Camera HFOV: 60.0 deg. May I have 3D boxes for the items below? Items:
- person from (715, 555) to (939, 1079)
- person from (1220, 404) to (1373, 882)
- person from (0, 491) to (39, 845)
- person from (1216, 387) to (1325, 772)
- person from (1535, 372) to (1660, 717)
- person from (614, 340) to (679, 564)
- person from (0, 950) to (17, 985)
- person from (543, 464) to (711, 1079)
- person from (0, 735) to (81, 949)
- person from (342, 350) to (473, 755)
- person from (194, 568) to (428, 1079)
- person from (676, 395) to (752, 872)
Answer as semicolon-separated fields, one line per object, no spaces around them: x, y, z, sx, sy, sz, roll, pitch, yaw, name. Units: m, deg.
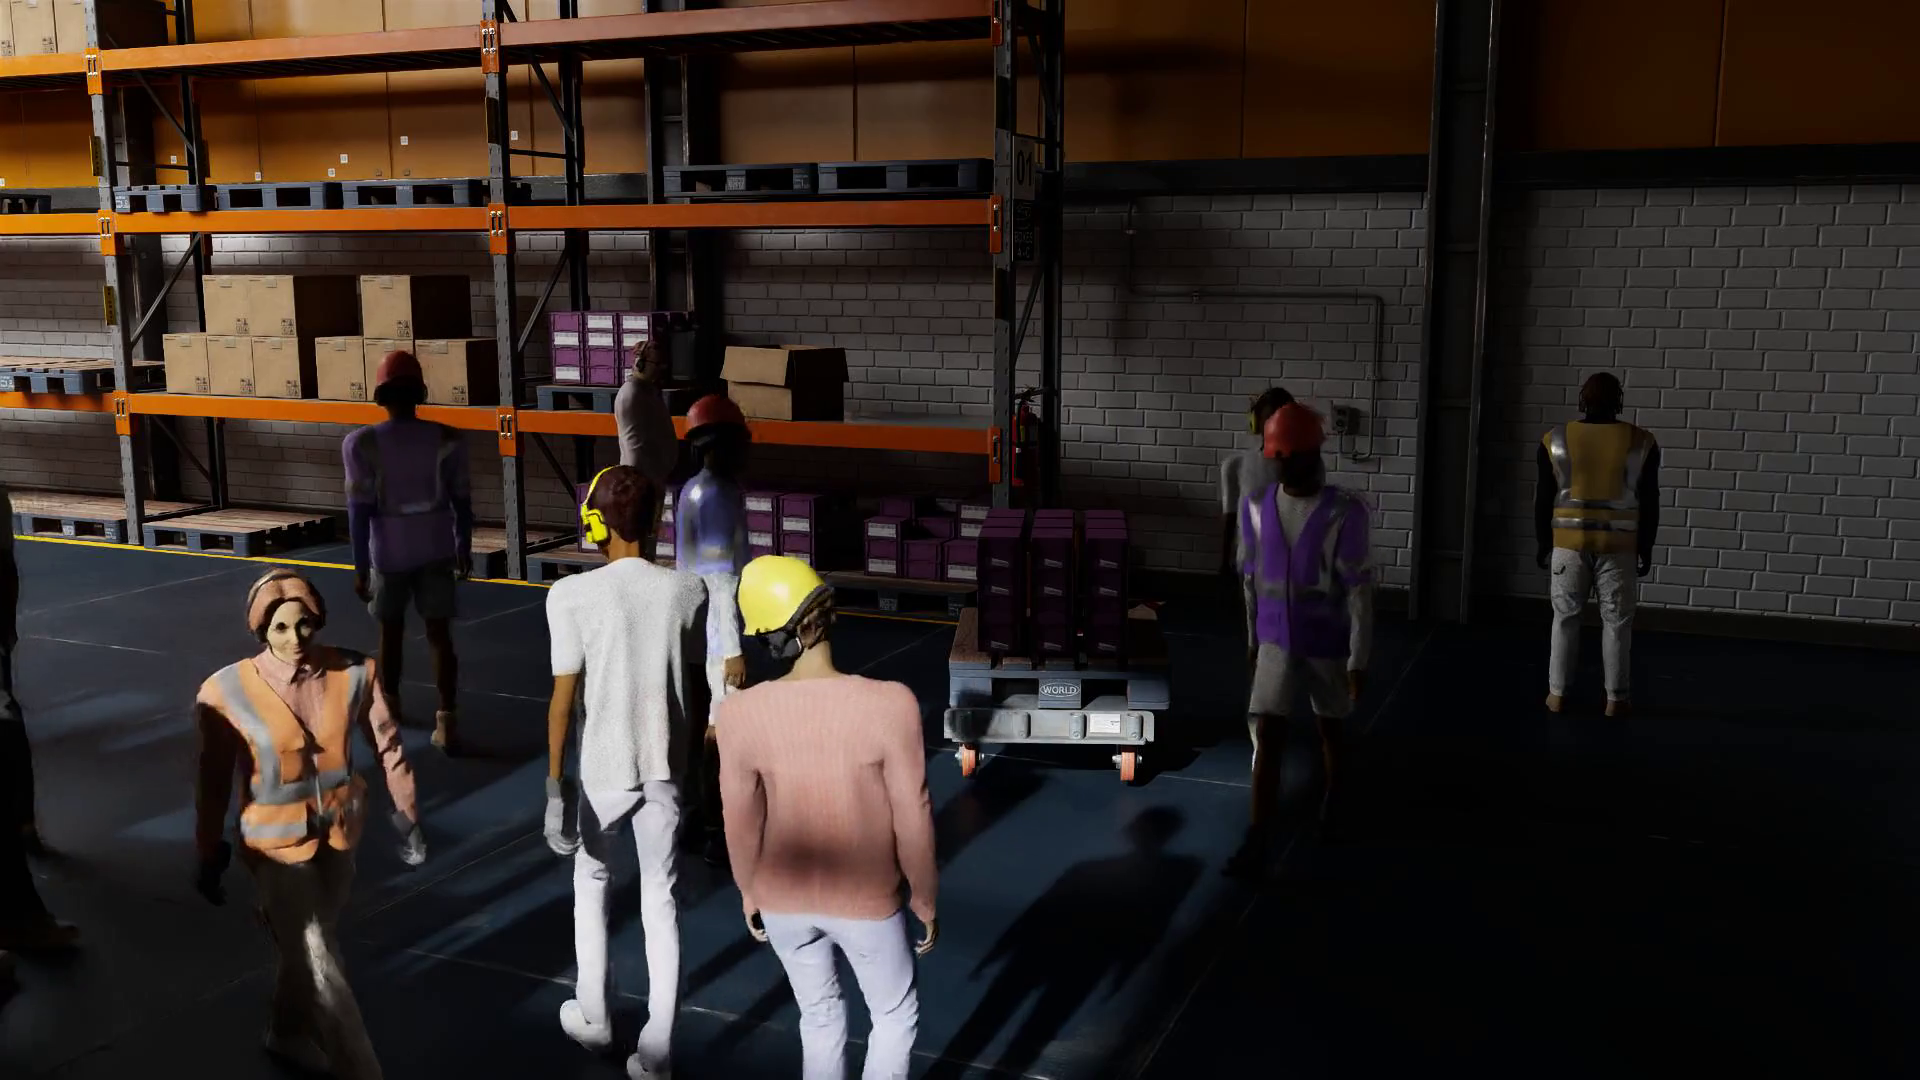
-0.313;0.880;4.129;0.551;1.719;0.387;2;10;13;person
1.362;0.394;6.637;0.581;1.868;1.046;6;11;31;person
-4.208;0.372;6.996;0.986;1.789;0.532;6;11;34;person
1.485;0.175;8.021;0.521;1.851;0.619;0;9;3;person
3.399;0.027;8.905;0.625;1.845;0.429;4;10;22;person
-2.098;-0.392;11.243;0.405;1.903;0.636;0;9;-1;person
-3.500;0.554;5.342;0.706;1.975;0.594;1;10;9;person
-1.012;0.687;4.960;0.547;1.835;0.802;-5;11;-28;person
-3.458;0.506;5.649;0.834;1.959;0.625;3;10;16;person
-2.776;0.040;8.410;0.624;1.985;1.024;-5;11;-26;person
-1.812;0.857;4.685;0.842;1.584;0.570;9;13;42;person
-0.986;0.388;6.613;0.410;1.894;0.606;-2;10;-10;person
